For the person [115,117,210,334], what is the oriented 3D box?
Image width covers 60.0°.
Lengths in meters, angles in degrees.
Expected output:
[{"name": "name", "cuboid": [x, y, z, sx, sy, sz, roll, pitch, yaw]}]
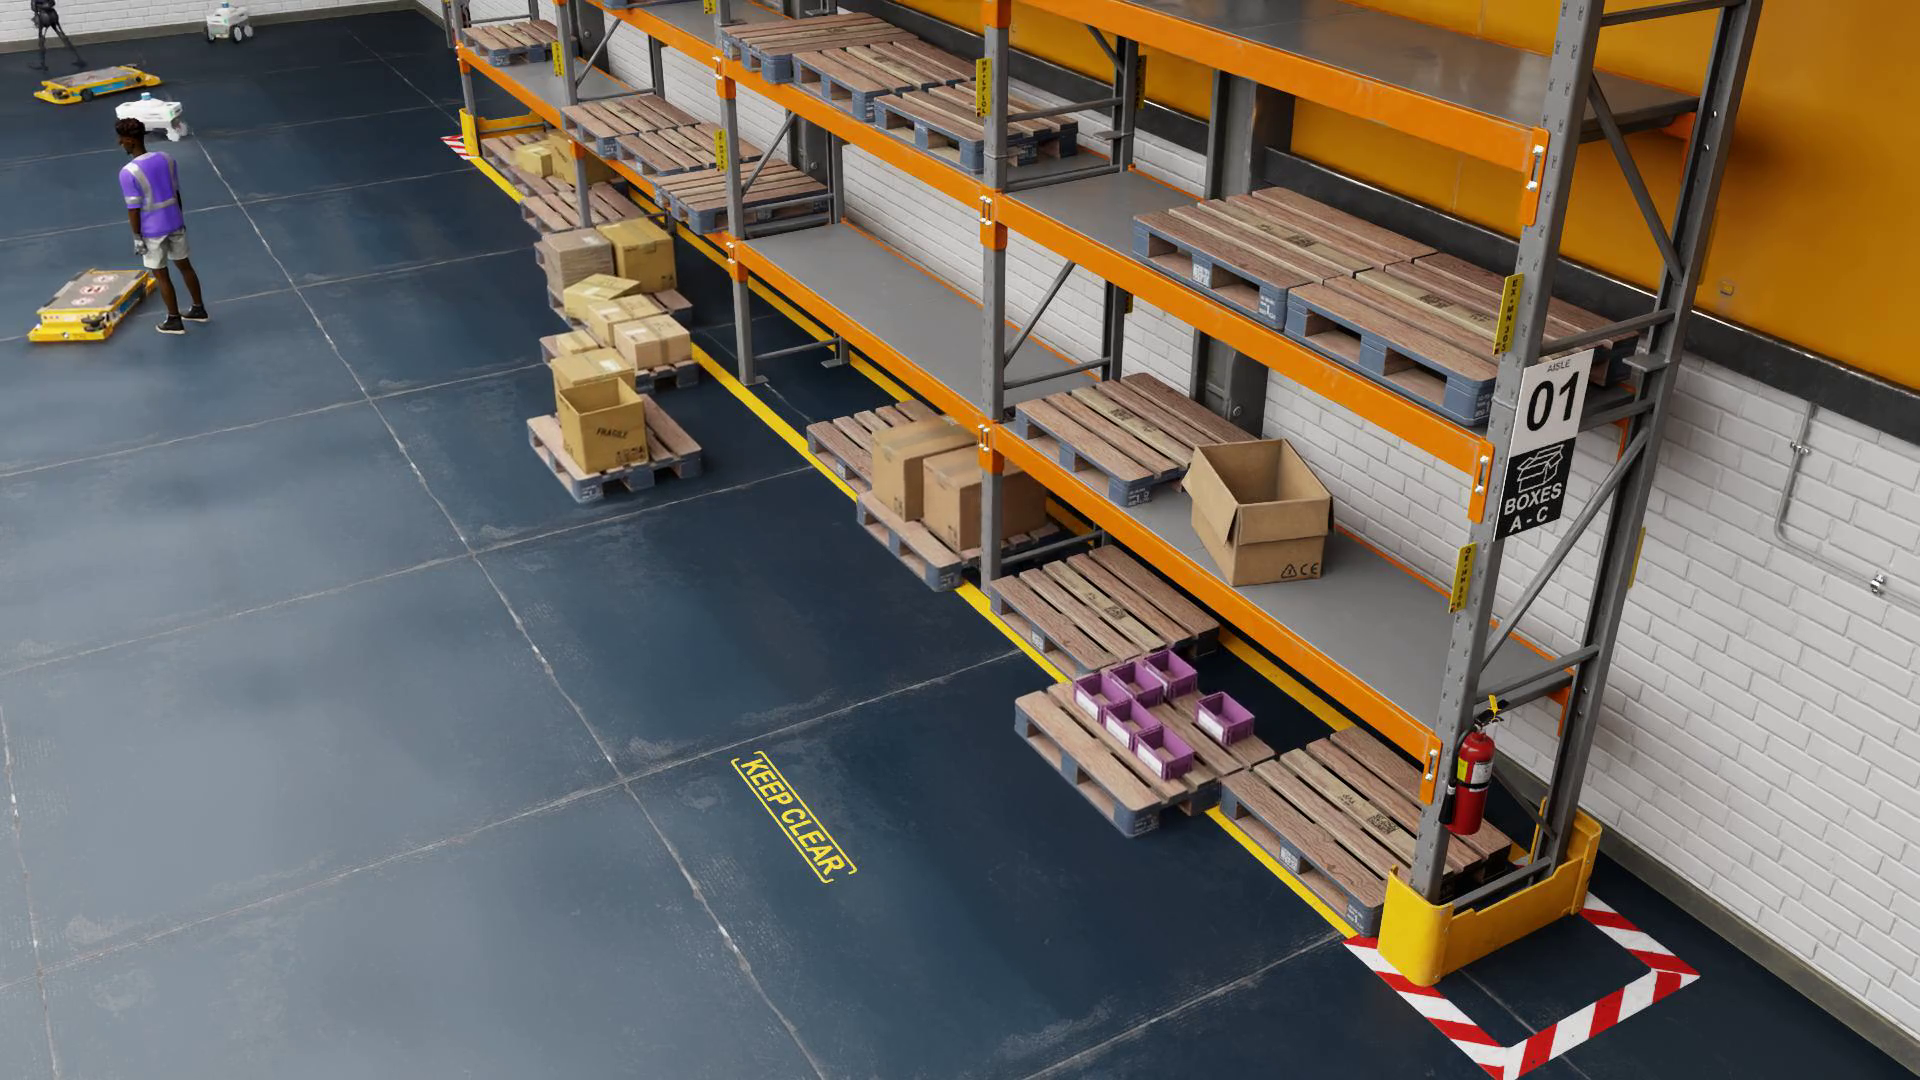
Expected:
[{"name": "person", "cuboid": [-7.170, -2.809, 14.883, 0.365, 1.958, 0.607, 11, 31, 19]}]

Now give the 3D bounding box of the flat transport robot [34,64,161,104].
[{"name": "flat transport robot", "cuboid": [-11.689, -6.173, 22.530, 0.659, 0.231, 1.431, 20, 35, 32]}]

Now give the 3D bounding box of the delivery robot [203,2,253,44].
[{"name": "delivery robot", "cuboid": [-11.067, -7.806, 25.142, 0.525, 0.613, 0.785, 3, 30, 5]}]

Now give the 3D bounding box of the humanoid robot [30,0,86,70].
[{"name": "humanoid robot", "cuboid": [-12.909, -7.468, 23.438, 0.692, 1.612, 0.605, -6, 30, -10]}]

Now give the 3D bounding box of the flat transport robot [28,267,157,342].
[{"name": "flat transport robot", "cuboid": [-8.081, -2.209, 15.531, 0.659, 0.231, 1.431, -2, 30, -4]}]

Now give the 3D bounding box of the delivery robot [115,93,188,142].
[{"name": "delivery robot", "cuboid": [-10.007, -5.228, 20.547, 0.756, 0.571, 0.499, -1, 30, -1]}]
